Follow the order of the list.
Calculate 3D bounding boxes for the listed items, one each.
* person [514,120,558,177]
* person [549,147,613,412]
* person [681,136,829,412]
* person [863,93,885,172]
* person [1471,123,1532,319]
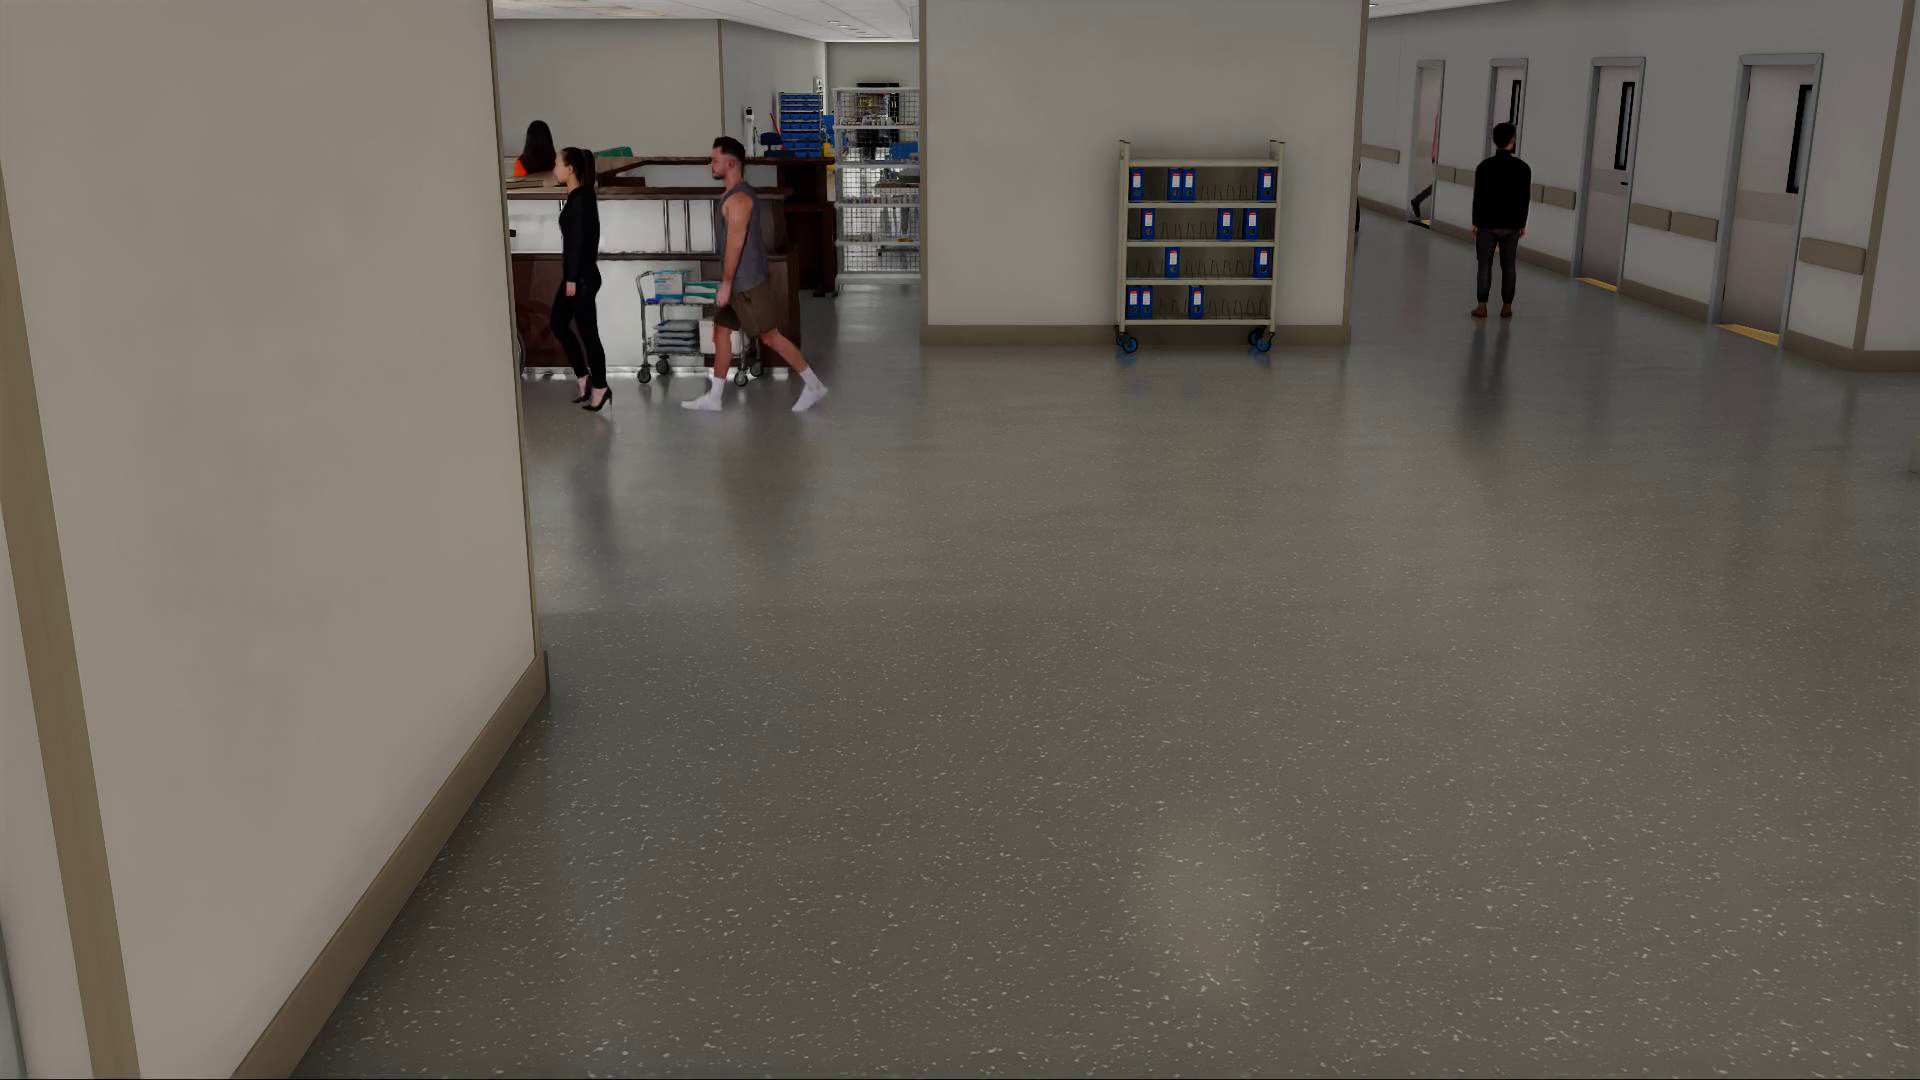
[{"bbox_3d":[-3.726,-2.840,14.868,1.034,1.720,0.730,-1,16,-2],"label":"person"},{"bbox_3d":[-2.369,-1.664,10.733,0.679,1.701,0.685,-4,16,-15],"label":"person"},{"bbox_3d":[-1.300,-1.680,10.843,1.226,1.804,0.713,-2,16,-5],"label":"person"},{"bbox_3d":[-1.962,-9.124,37.155,0.871,1.722,0.757,3,16,9],"label":"person"},{"bbox_3d":[4.870,-2.883,15.017,0.530,1.722,0.739,3,16,9],"label":"person"}]
